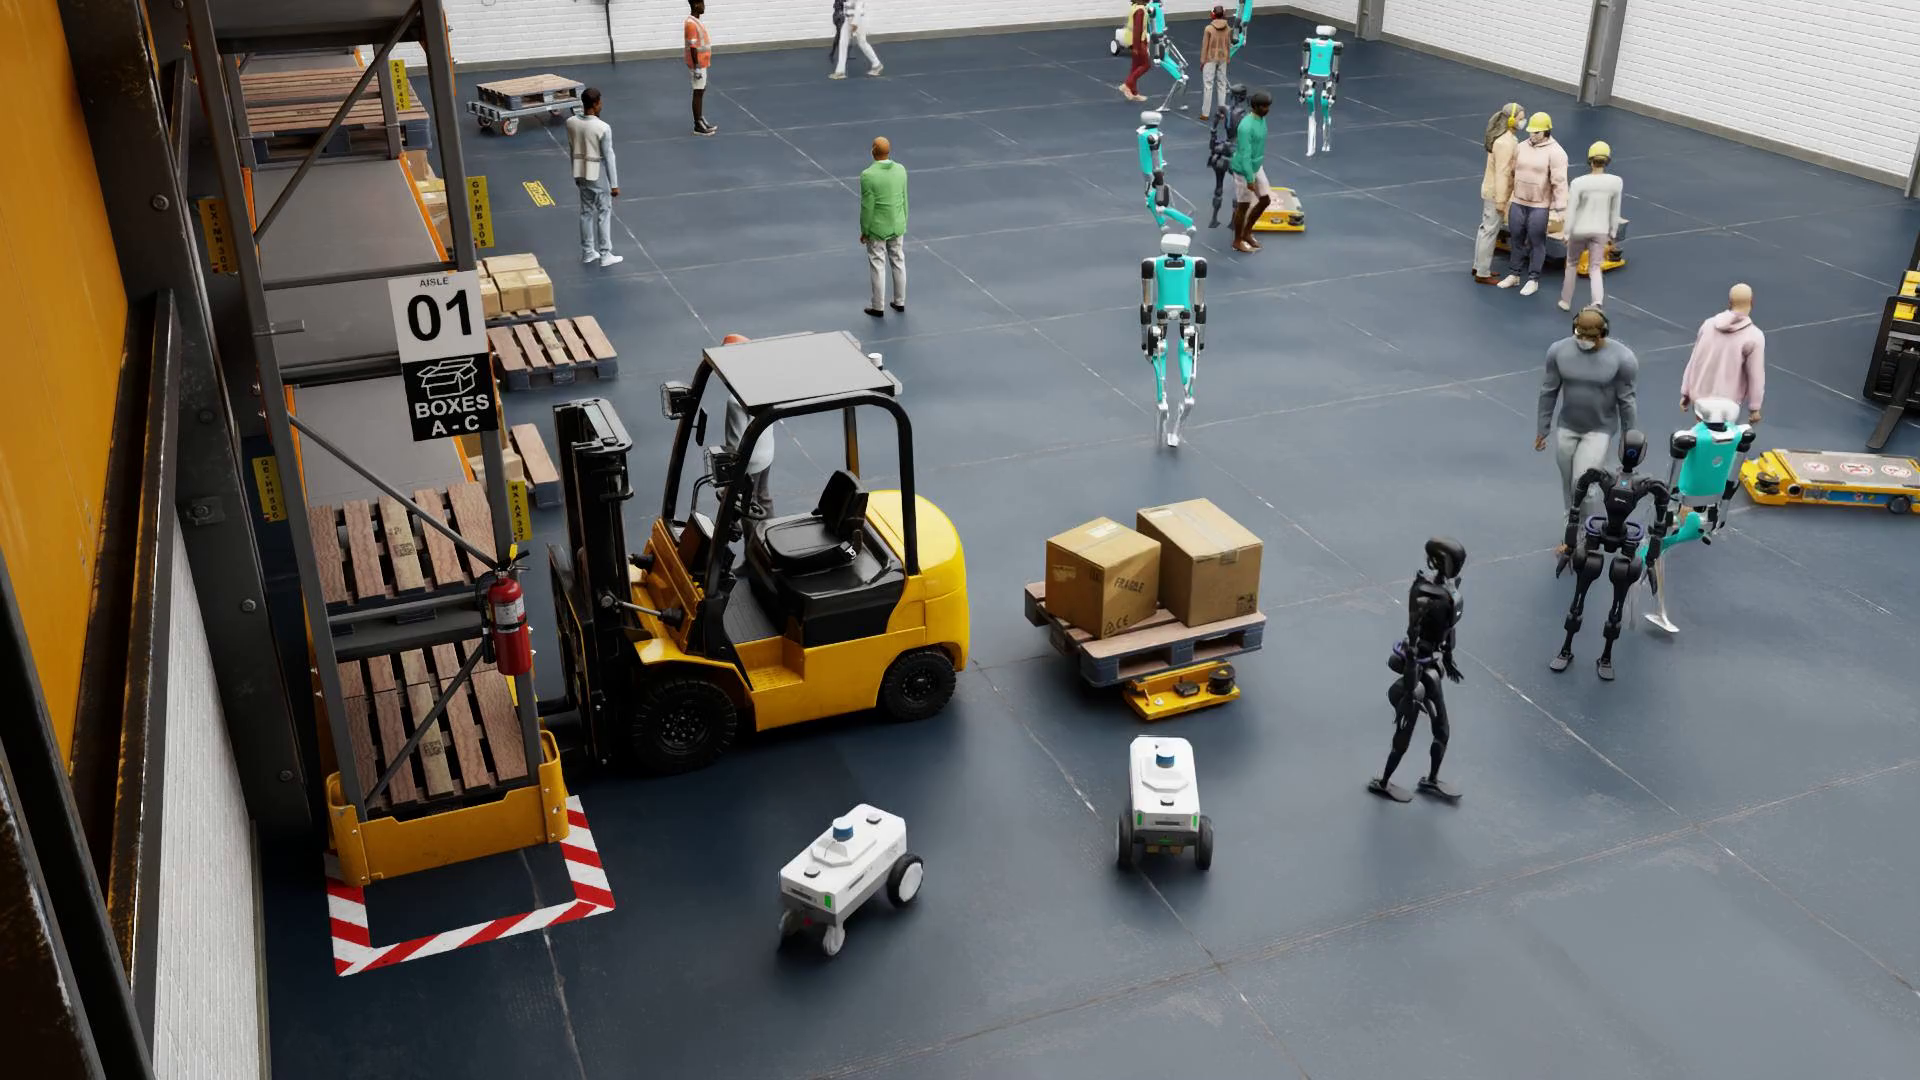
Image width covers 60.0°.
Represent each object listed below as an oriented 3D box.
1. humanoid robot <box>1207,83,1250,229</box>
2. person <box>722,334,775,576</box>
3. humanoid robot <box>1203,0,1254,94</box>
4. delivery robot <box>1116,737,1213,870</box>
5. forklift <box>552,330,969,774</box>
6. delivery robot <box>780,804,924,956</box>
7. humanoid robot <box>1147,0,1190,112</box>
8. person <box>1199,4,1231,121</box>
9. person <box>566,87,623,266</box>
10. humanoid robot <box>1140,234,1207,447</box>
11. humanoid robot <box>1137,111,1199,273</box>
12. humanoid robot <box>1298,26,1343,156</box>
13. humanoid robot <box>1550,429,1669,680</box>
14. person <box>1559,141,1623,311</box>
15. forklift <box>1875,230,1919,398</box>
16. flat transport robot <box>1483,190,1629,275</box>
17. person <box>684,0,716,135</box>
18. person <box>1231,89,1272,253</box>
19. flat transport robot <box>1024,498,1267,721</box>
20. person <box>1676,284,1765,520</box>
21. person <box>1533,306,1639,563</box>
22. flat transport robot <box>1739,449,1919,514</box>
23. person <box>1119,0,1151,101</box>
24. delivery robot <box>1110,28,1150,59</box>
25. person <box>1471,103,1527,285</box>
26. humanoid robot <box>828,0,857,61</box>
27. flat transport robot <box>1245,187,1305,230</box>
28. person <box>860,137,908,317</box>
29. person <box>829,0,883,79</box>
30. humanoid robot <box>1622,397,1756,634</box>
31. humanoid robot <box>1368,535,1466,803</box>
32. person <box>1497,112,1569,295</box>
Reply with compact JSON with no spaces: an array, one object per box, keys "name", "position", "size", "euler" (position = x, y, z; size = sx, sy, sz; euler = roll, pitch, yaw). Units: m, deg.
[{"name":"humanoid robot","position":[3.122,-4.445,19.271],"size":[0.608,1.642,0.384],"euler":[18,32,32]},{"name":"person","position":[-1.477,-0.587,11.516],"size":[0.352,1.740,0.571],"euler":[8,28,15]},{"name":"humanoid robot","position":[4.146,-7.839,26.037],"size":[0.840,1.860,0.548],"euler":[12,29,23]},{"name":"delivery robot","position":[1.086,1.404,8.895],"size":[0.499,0.613,0.789],"euler":[1,27,3]},{"name":"forklift","position":[-1.094,0.010,9.831],"size":[2.313,2.155,1.214],"euler":[-10,28,-20]},{"name":"delivery robot","position":[-0.563,1.660,8.385],"size":[0.499,0.611,0.792],"euler":[16,31,29]},{"name":"humanoid robot","position":[3.187,-7.227,24.740],"size":[0.881,1.779,0.583],"euler":[9,28,17]},{"name":"person","position":[3.743,-6.979,24.337],"size":[0.455,1.640,0.324],"euler":[-8,28,-16]},{"name":"person","position":[-3.945,-3.901,17.930],"size":[0.597,1.908,0.399],"euler":[14,30,26]},{"name":"humanoid robot","position":[1.704,-1.461,13.373],"size":[0.549,1.889,0.740],"euler":[2,27,4]},{"name":"humanoid robot","position":[2.230,-3.610,17.621],"size":[0.782,1.850,0.539],"euler":[-4,27,-9]},{"name":"humanoid robot","position":[4.881,-6.003,22.399],"size":[0.550,1.878,0.818],"euler":[12,29,23]},{"name":"humanoid robot","position":[4.006,0.087,10.228],"size":[0.599,1.659,0.315],"euler":[12,29,22]},{"name":"person","position":[6.227,-3.019,16.365],"size":[0.547,1.725,0.720],"euler":[2,27,3]},{"name":"forklift","position":[9.029,-2.397,14.618],"size":[1.214,2.155,2.313],"euler":[18,32,32]},{"name":"flat transport robot","position":[6.569,-3.243,18.438],"size":[0.659,0.231,1.431],"euler":[-17,32,-31]},{"name":"person","position":[-3.690,-6.745,23.516],"size":[0.361,1.963,0.612],"euler":[-1,27,-1]},{"name":"person","position":[3.203,-4.044,18.289],"size":[0.499,1.830,0.523],"euler":[17,31,31]},{"name":"flat transport robot","position":[1.146,0.672,10.651],"size":[0.659,0.231,1.431],"euler":[-11,29,-21]},{"name":"person","position":[5.706,-1.044,12.451],"size":[0.837,1.737,0.581],"euler":[-16,31,-28]},{"name":"person","position":[4.333,-0.734,11.630],"size":[0.654,1.900,0.554],"euler":[23,35,38]},{"name":"flat transport robot","position":[6.844,-0.455,12.893],"size":[1.431,0.231,0.659],"euler":[4,27,7]},{"name":"person","position":[2.735,-7.606,25.463],"size":[0.434,1.756,0.465],"euler":[-1,27,-1]},{"name":"delivery robot","position":[2.992,-8.680,28.950],"size":[0.499,0.610,0.804],"euler":[-11,29,-21]},{"name":"person","position":[5.621,-3.630,17.423],"size":[0.390,1.875,0.556],"euler":[5,27,11]},{"name":"humanoid robot","position":[-1.997,-9.041,28.412],"size":[0.456,1.646,0.626],"euler":[19,33,33]},{"name":"flat transport robot","position":[3.711,-3.973,19.890],"size":[0.659,0.231,1.431],"euler":[2,27,3]},{"name":"person","position":[-0.752,-3.092,16.453],"size":[0.535,1.784,0.383],"euler":[-18,32,-31]},{"name":"person","position":[-1.697,-8.476,27.095],"size":[0.927,1.846,0.574],"euler":[-19,32,-32]},{"name":"humanoid robot","position":[4.571,-0.151,10.697],"size":[0.544,1.802,0.773],"euler":[-5,27,-10]},{"name":"humanoid robot","position":[2.537,0.719,8.987],"size":[0.420,1.648,0.593],"euler":[19,32,33]},{"name":"person","position":[5.904,-3.482,17.151],"size":[0.436,1.856,0.810],"euler":[-21,34,-36]}]
